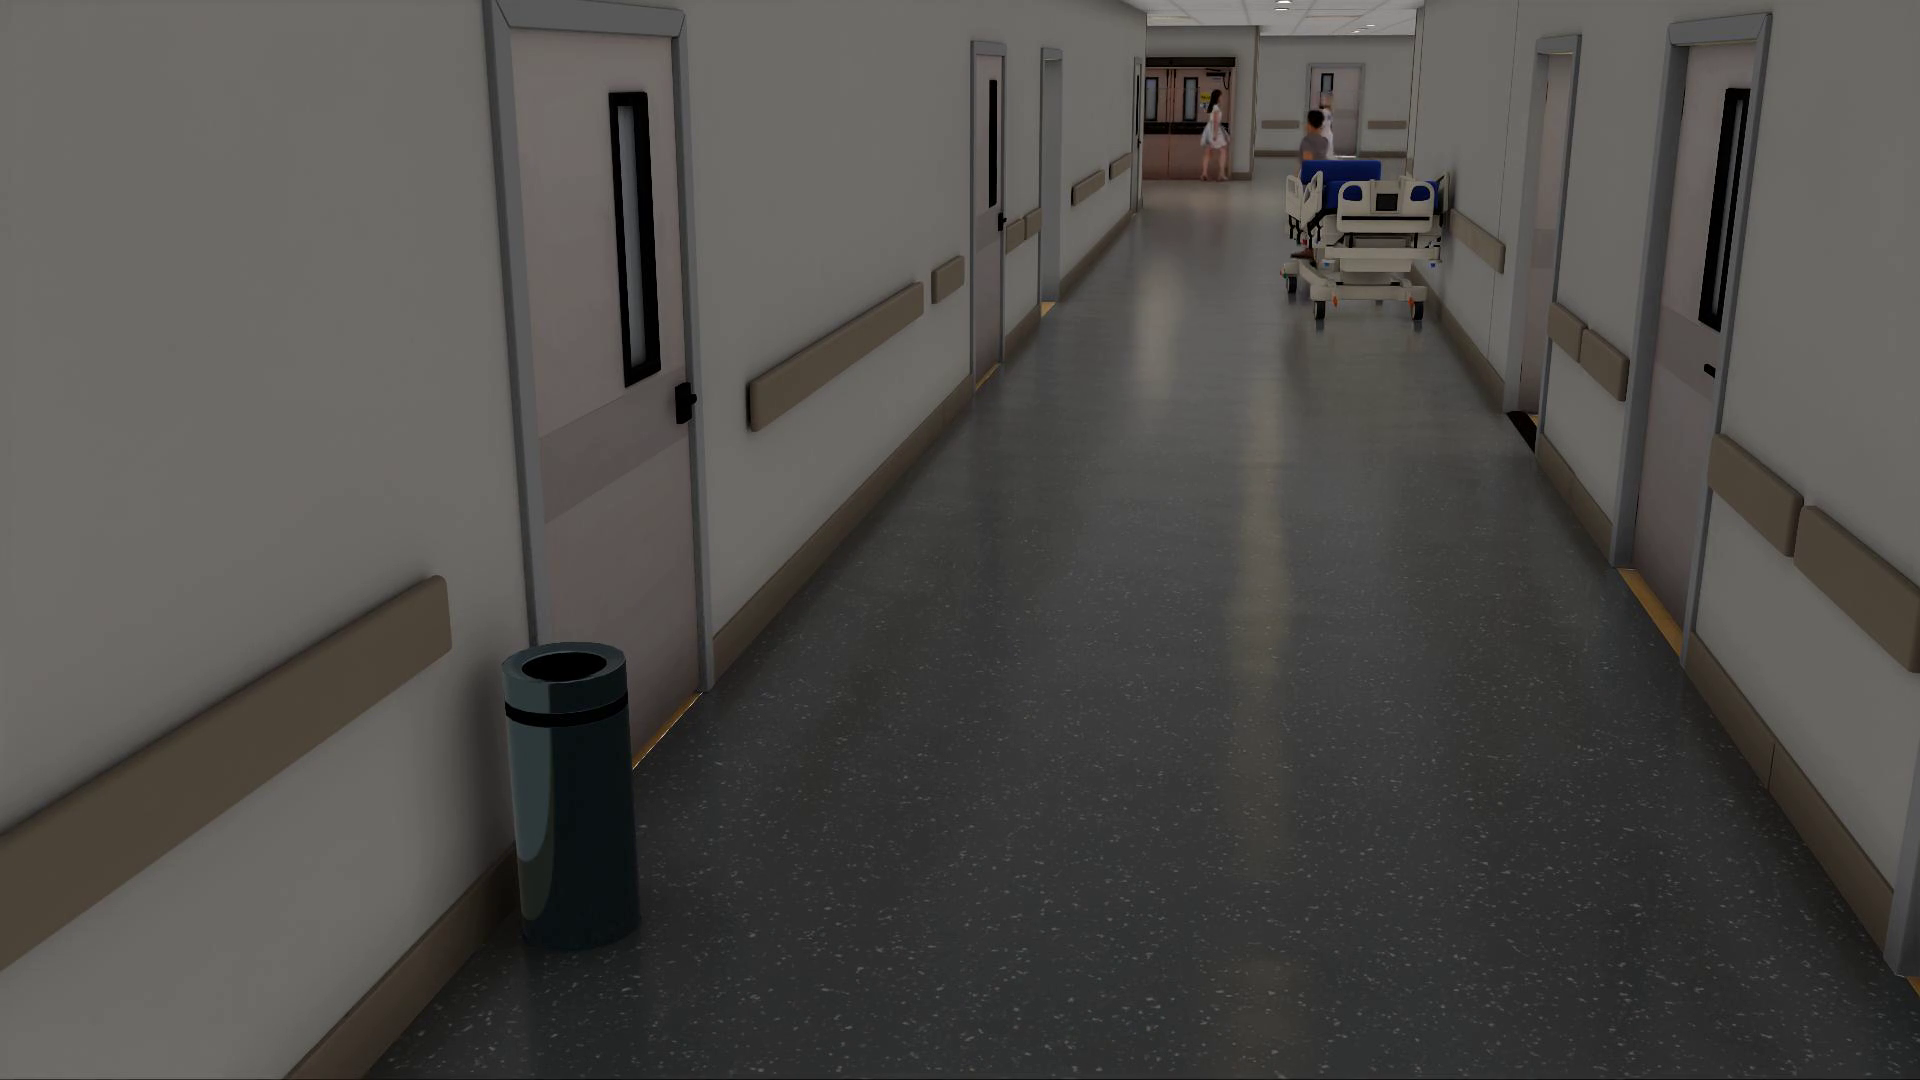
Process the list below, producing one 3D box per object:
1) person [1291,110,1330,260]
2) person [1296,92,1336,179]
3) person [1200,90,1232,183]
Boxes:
[{"bbox_3d":[4.068,-4.055,19.091,0.841,1.676,0.836,9,18,29],"label":"person"},{"bbox_3d":[6.918,-7.434,31.042,1.138,1.694,0.723,6,17,21],"label":"person"},{"bbox_3d":[4.890,-7.908,32.614,0.893,1.754,0.769,-2,16,-7],"label":"person"}]
